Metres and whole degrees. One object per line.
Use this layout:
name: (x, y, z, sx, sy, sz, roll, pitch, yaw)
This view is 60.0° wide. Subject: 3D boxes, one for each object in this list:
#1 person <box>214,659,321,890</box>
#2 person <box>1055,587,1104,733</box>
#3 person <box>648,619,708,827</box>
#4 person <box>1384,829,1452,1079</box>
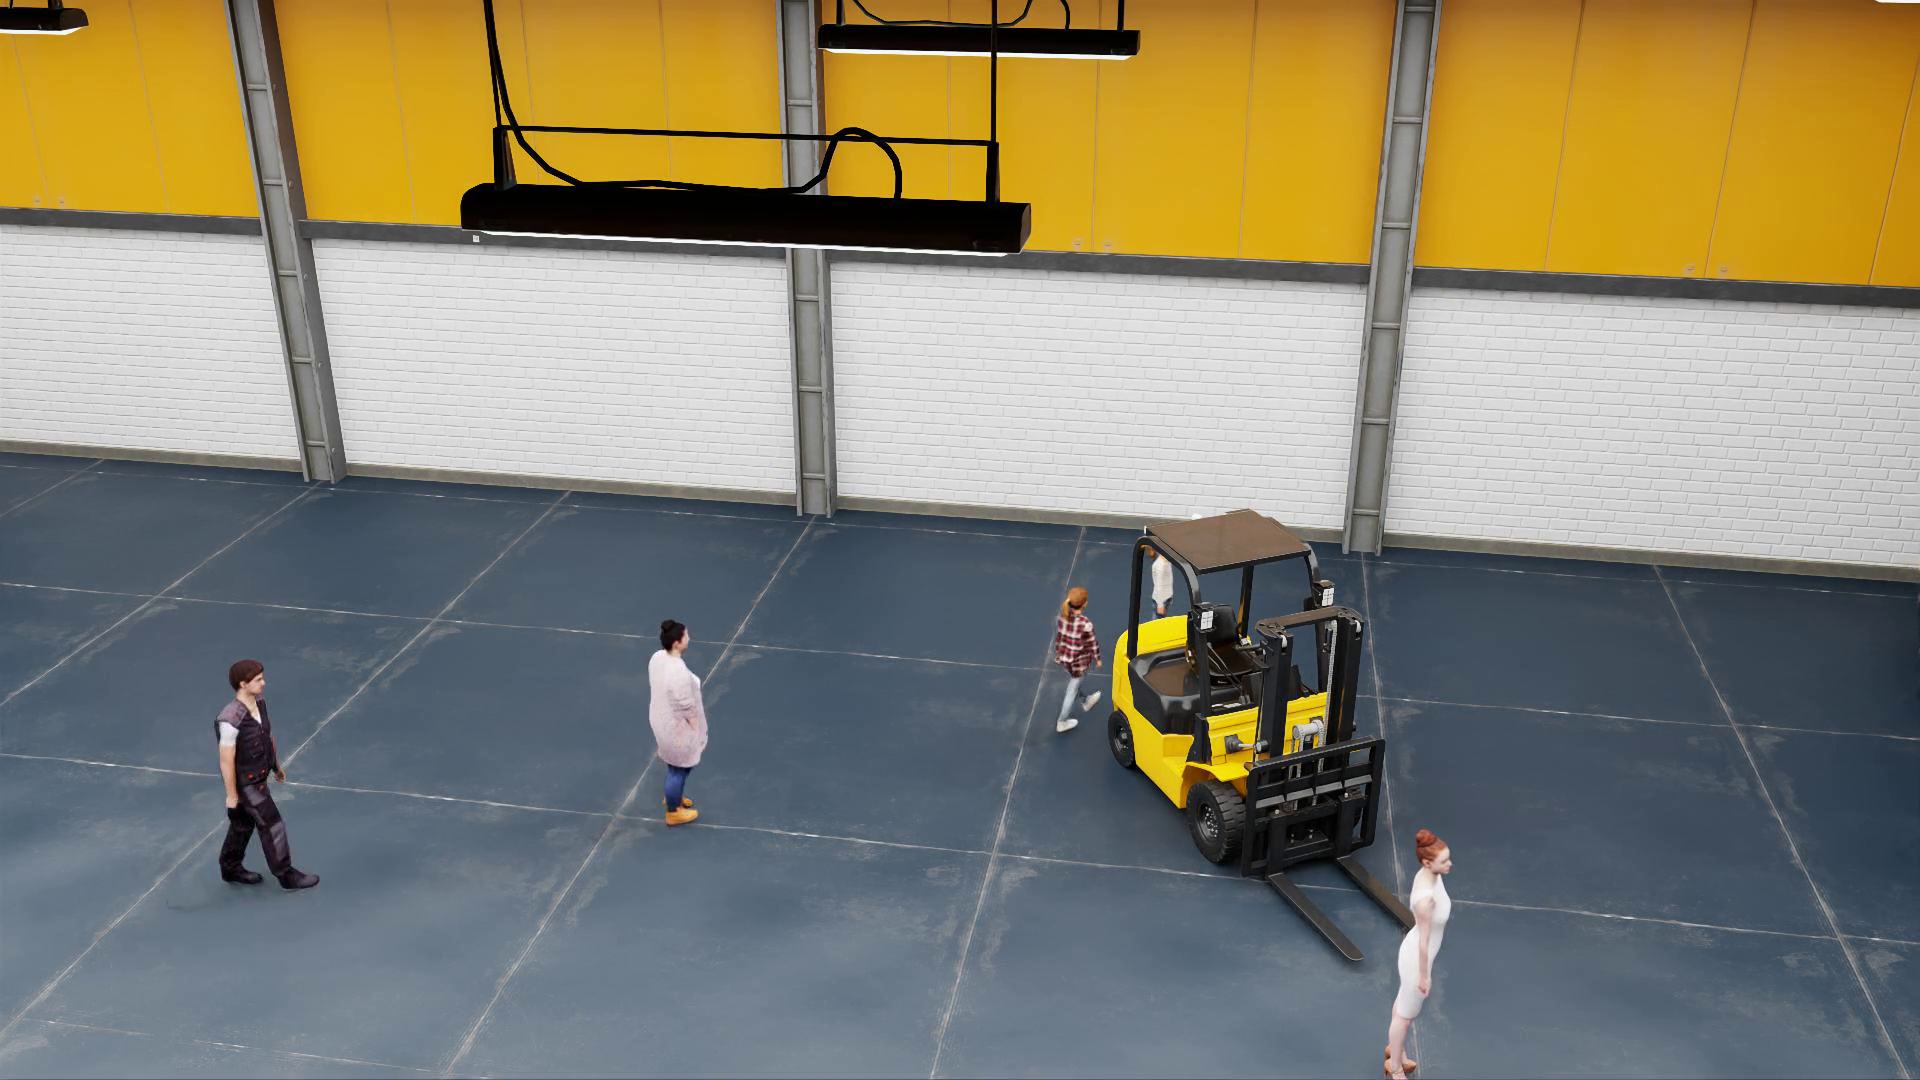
person: (-5.170, 1.706, 11.860, 1.040, 1.815, 0.788, 1, 24, 3)
person: (0.936, 1.032, 14.073, 0.887, 1.279, 0.861, -19, 30, -36)
person: (-2.238, 1.410, 12.641, 0.847, 1.732, 0.808, -12, 26, -26)
person: (2.744, 2.528, 10.011, 0.547, 1.791, 0.607, 9, 25, 20)
